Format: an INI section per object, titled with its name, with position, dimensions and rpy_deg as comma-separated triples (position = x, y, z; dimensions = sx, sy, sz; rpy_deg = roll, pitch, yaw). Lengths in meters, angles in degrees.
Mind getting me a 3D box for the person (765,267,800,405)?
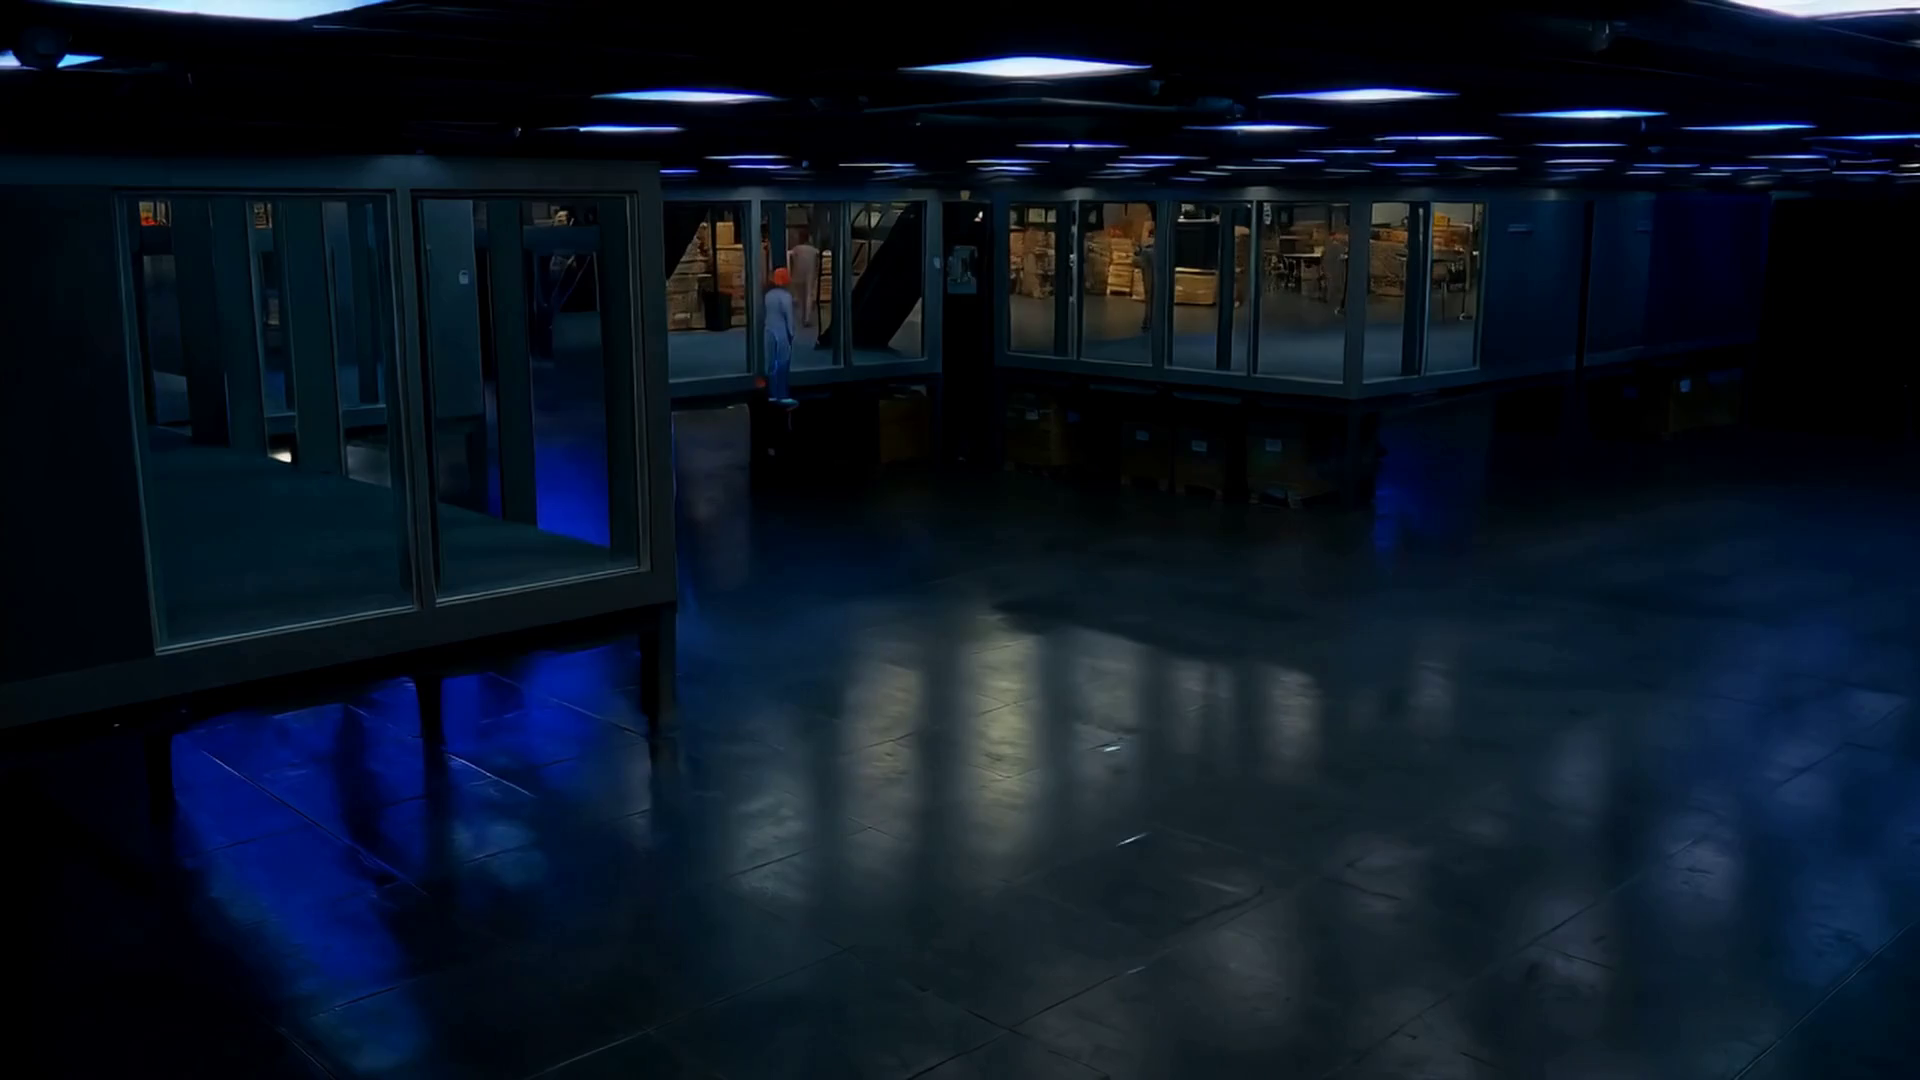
[person]
position = -2.130, -2.427, 19.810
dimensions = 0.277, 1.633, 0.507
rpy_deg = -9, 15, -39
